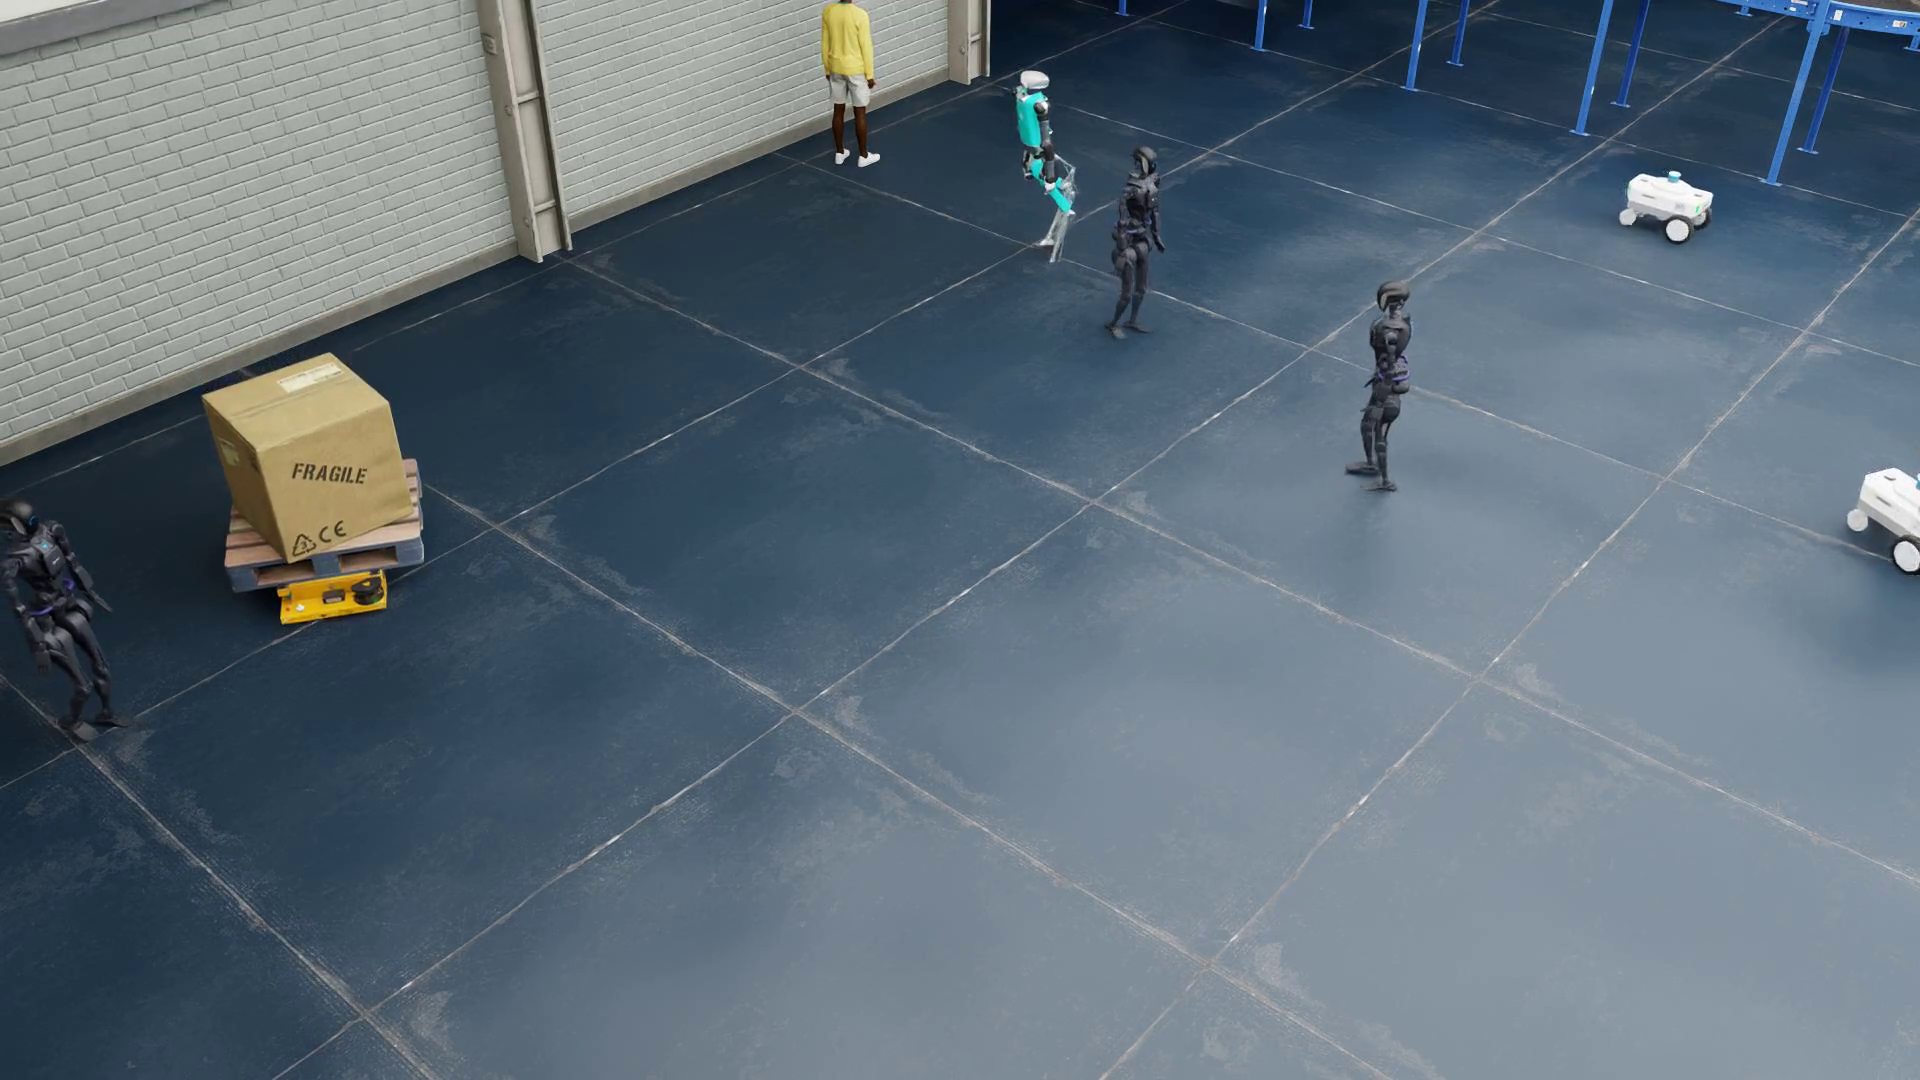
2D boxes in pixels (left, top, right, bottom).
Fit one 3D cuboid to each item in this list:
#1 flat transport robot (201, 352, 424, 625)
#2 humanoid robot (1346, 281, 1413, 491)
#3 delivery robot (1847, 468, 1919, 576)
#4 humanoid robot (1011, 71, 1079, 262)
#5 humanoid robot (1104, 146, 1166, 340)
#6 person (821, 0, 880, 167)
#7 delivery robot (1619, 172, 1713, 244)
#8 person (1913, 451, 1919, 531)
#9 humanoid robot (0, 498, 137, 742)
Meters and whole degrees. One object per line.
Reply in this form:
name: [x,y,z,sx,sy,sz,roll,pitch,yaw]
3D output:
flat transport robot: [-4.257,0.045,11.325,0.659,0.231,1.431,-9,37,-13]
humanoid robot: [3.006,-1.078,11.692,0.369,1.649,0.585,5,36,7]
delivery robot: [6.520,-0.147,11.358,0.499,0.608,0.806,-13,38,-18]
humanoid robot: [0.849,-3.305,14.803,0.788,1.828,0.530,-16,39,-21]
humanoid robot: [1.439,-2.438,13.601,0.336,1.651,0.602,25,43,31]
person: [-1.107,-4.654,16.519,0.545,1.899,0.382,15,38,20]
delivery robot: [6.631,-3.133,15.556,0.818,0.614,0.499,28,44,33]
person: [6.599,-0.580,10.843,0.568,1.842,0.372,16,38,21]
humanoid robot: [-5.159,0.446,9.550,0.323,1.654,0.609,5,36,7]
